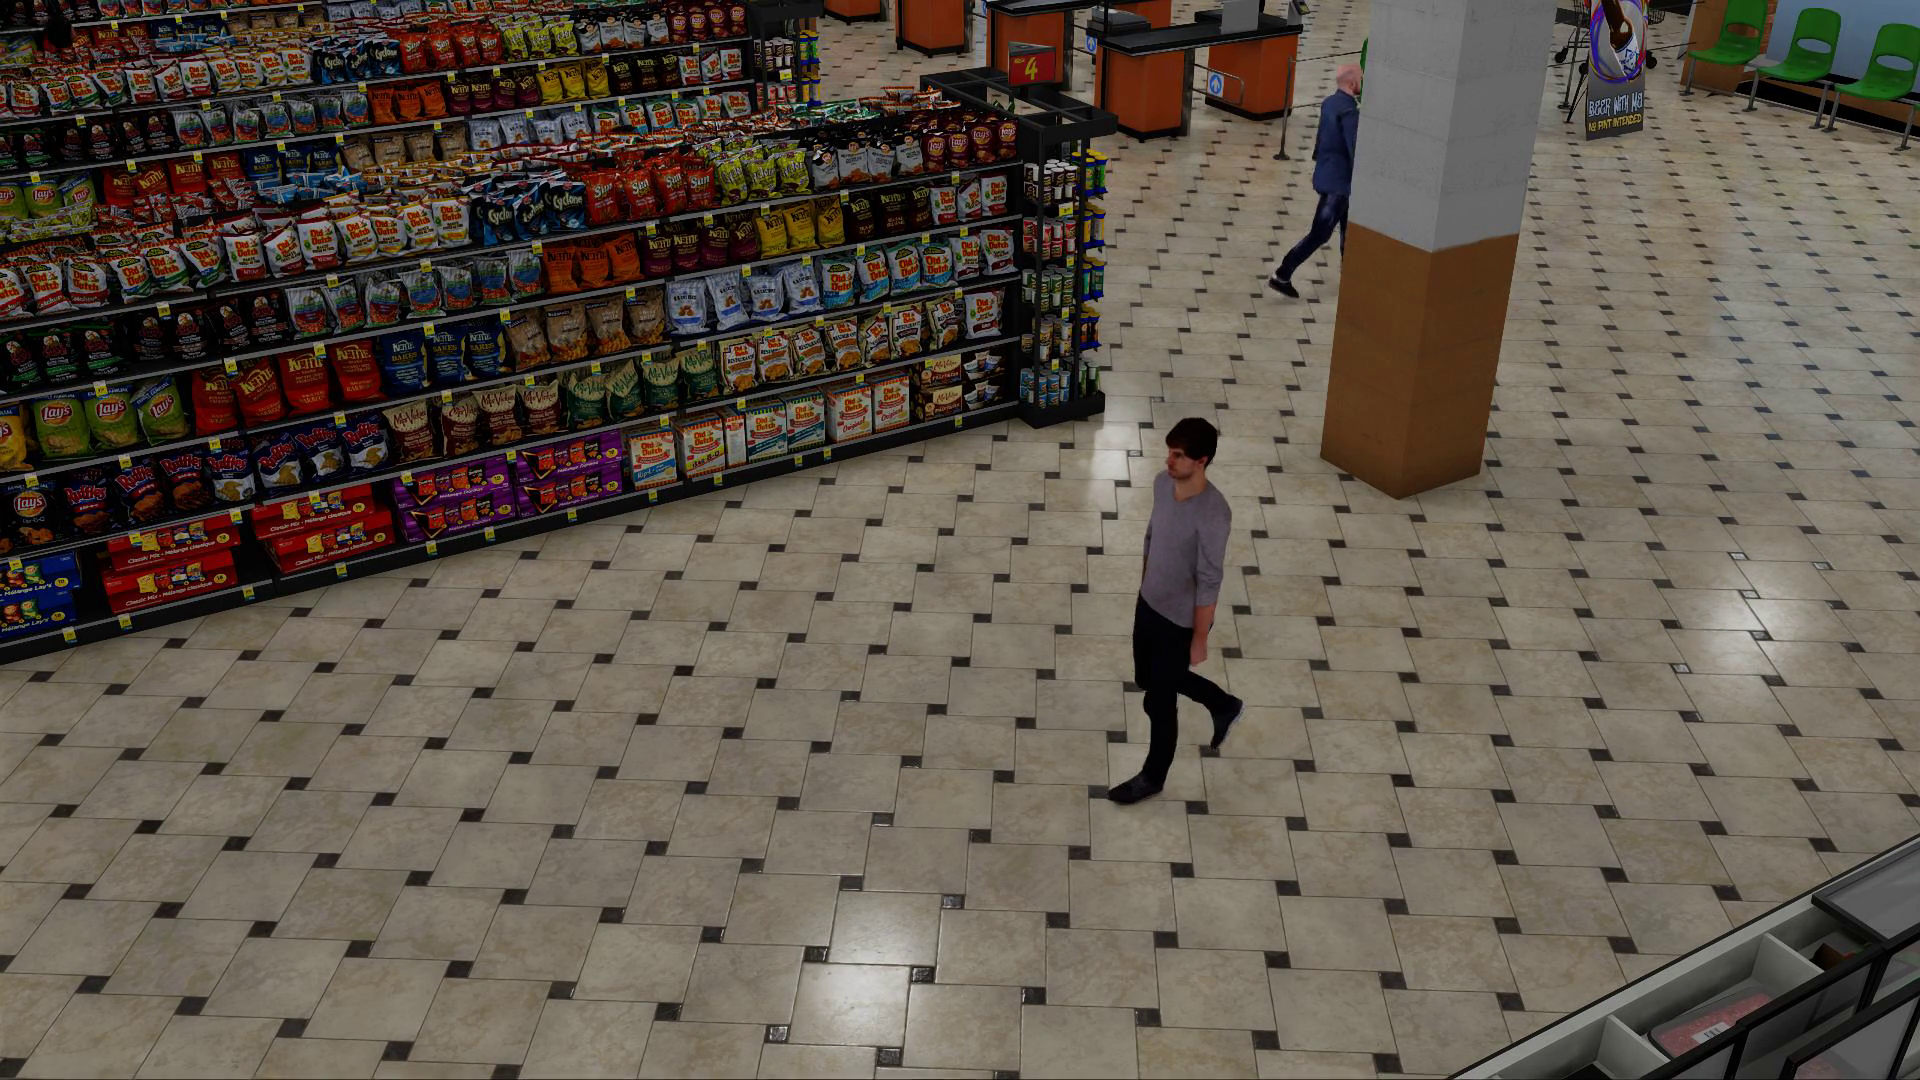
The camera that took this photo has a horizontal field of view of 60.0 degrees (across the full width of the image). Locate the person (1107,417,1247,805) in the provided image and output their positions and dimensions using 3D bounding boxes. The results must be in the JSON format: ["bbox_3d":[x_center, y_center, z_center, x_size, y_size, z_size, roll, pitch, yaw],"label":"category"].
[{"bbox_3d":[0.989,0.298,7.153,1.013,1.826,0.769,-11,30,-19],"label":"person"}]

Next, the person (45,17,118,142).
[{"bbox_3d":[-7.780,-3.681,14.598,0.859,1.675,0.991,15,32,26],"label":"person"}]

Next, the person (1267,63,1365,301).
[{"bbox_3d":[2.783,-2.668,12.623,1.293,1.788,1.031,-3,29,-5],"label":"person"}]
